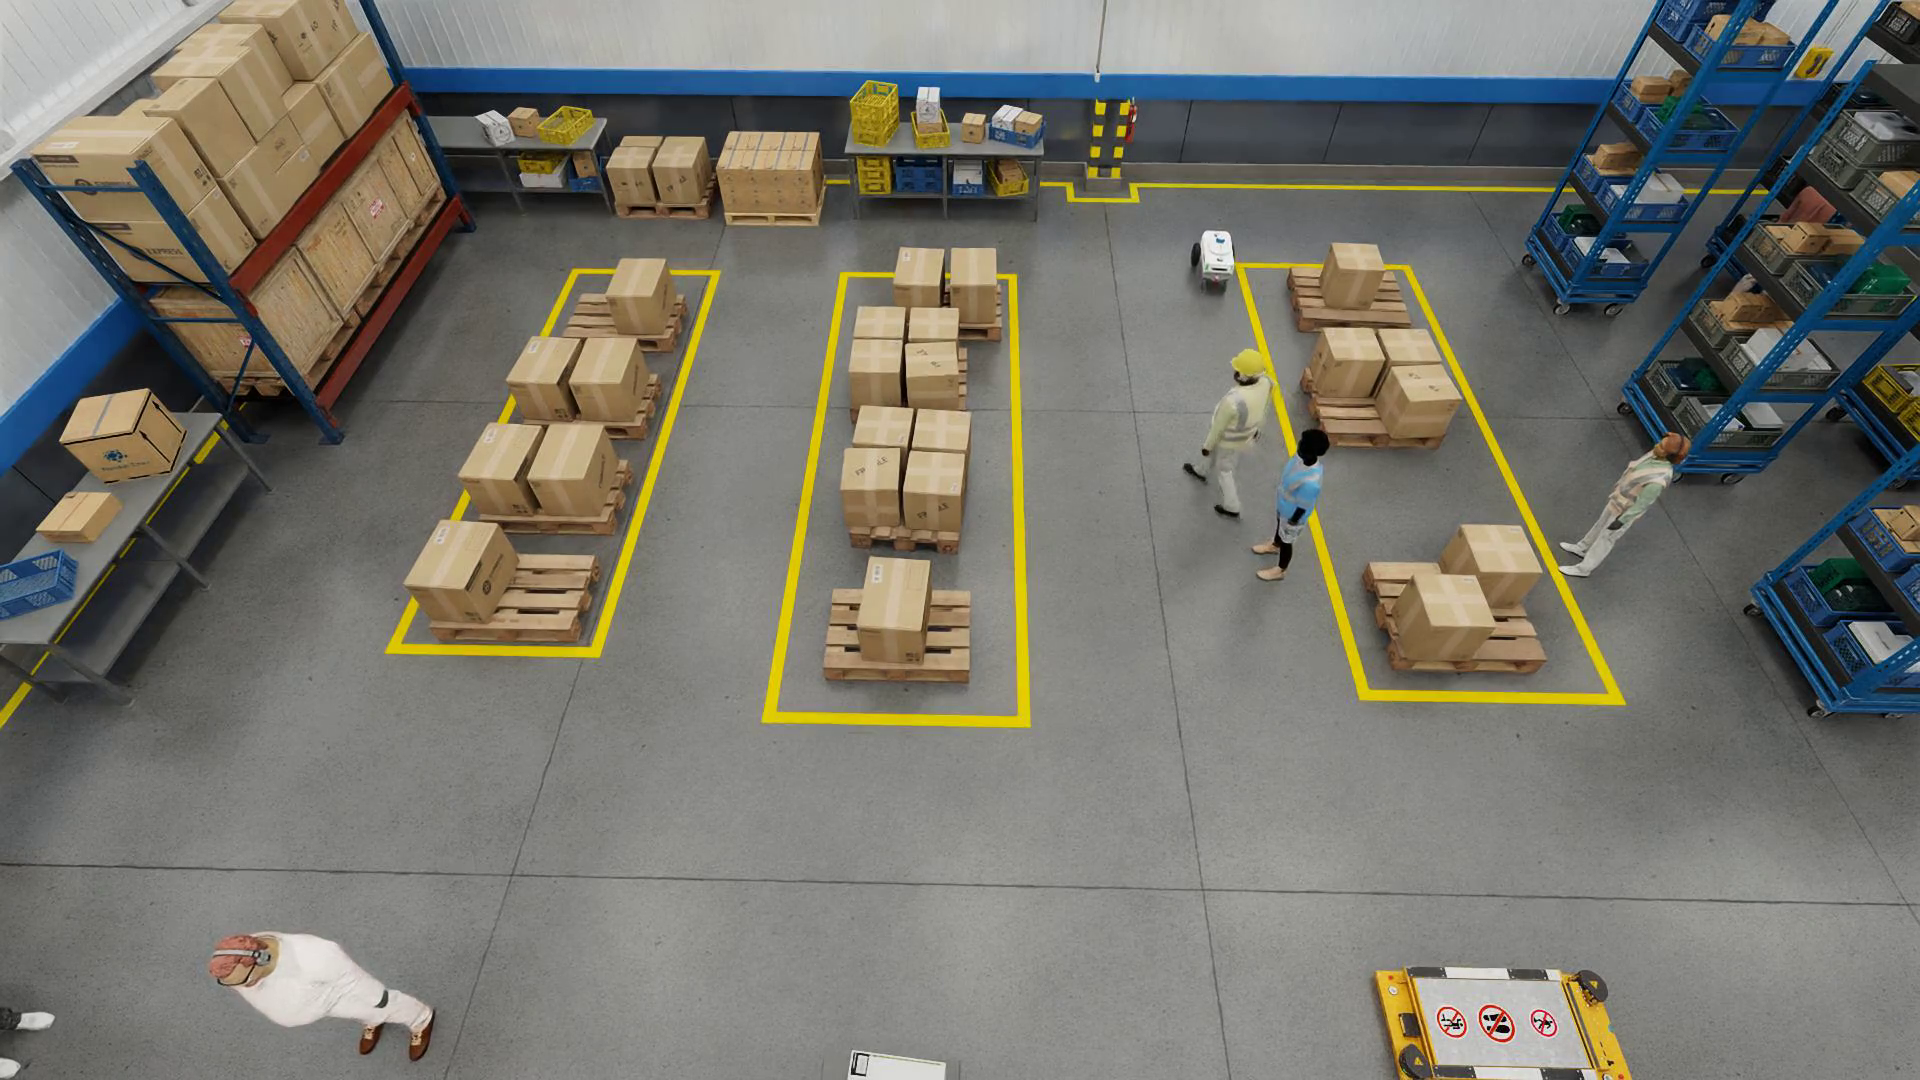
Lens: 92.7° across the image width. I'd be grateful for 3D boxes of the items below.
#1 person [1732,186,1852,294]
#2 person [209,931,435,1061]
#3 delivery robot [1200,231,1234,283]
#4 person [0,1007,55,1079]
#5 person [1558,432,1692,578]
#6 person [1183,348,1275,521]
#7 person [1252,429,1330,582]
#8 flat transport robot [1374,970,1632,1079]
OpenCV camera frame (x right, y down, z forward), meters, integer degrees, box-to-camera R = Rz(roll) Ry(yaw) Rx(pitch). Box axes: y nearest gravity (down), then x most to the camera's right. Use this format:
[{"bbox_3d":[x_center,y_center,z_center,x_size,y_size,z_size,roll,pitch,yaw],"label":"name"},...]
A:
[{"bbox_3d":[9.064,-3.163,9.953,0.412,1.982,0.623,-20,54,-16],"label":"person"},{"bbox_3d":[-3.656,2.629,5.286,0.644,1.900,0.402,3,51,3],"label":"person"},{"bbox_3d":[3.092,-3.434,11.027,0.477,0.478,0.707,5,51,4],"label":"delivery robot"},{"bbox_3d":[-6.182,2.711,5.212,0.405,1.907,0.602,2,51,2],"label":"person"},{"bbox_3d":[5.673,-0.296,7.828,0.307,1.645,0.520,21,54,16],"label":"person"},{"bbox_3d":[2.466,-0.984,8.297,0.608,1.799,0.836,-34,58,-24],"label":"person"},{"bbox_3d":[2.829,-0.300,7.805,0.321,1.690,0.535,5,51,4],"label":"person"},{"bbox_3d":[3.501,3.133,5.914,1.431,0.197,0.652,1,51,1],"label":"flat transport robot"}]
